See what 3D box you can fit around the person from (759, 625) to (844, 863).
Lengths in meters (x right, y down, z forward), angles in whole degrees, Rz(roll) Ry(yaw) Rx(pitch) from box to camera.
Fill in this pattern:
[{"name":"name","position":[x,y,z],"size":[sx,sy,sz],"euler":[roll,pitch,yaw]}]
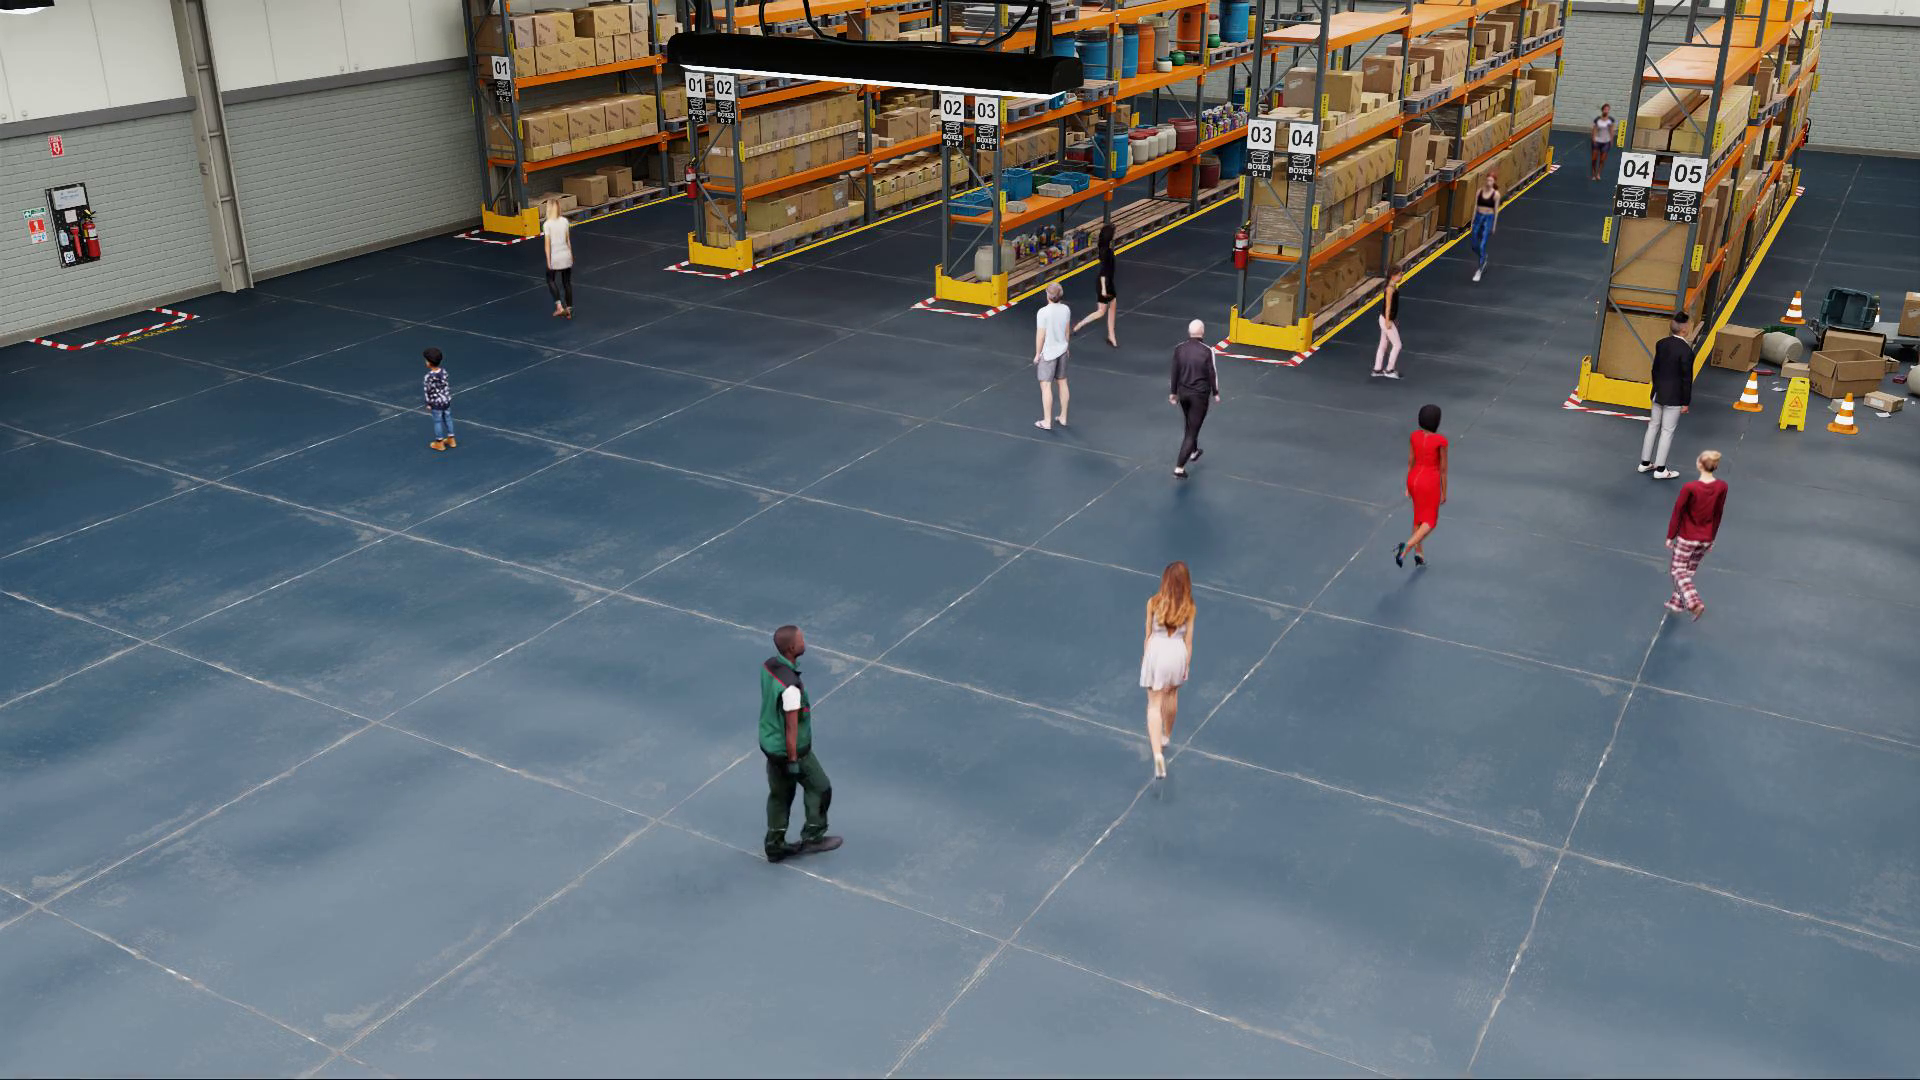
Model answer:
[{"name":"person","position":[-1.291,1.471,11.708],"size":[0.986,1.821,0.927],"euler":[-11,25,-25]}]

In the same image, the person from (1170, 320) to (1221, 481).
[{"name":"person","position":[2.612,-1.547,18.848],"size":[0.774,1.786,1.268],"euler":[16,28,33]}]

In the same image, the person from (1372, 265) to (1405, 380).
[{"name":"person","position":[5.715,-2.947,22.433],"size":[0.685,1.558,0.654],"euler":[6,24,14]}]

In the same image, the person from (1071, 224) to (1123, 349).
[{"name":"person","position":[1.988,-3.573,23.627],"size":[0.785,1.775,0.958],"euler":[7,24,16]}]

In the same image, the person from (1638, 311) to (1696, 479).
[{"name":"person","position":[8.071,-1.677,18.946],"size":[0.824,1.950,0.796],"euler":[-9,25,-20]}]

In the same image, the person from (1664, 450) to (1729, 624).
[{"name":"person","position":[6.823,-0.005,15.361],"size":[0.905,1.678,1.002],"euler":[-2,23,-5]}]

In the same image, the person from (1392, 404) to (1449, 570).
[{"name":"person","position":[4.542,-0.469,16.390],"size":[0.970,1.726,0.760],"euler":[-19,30,-38]}]

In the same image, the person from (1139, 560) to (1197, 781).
[{"name":"person","position":[1.580,1.035,12.842],"size":[0.862,1.736,1.159],"euler":[2,23,5]}]

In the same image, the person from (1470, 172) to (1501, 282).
[{"name":"person","position":[8.645,-5.170,27.387],"size":[0.622,1.772,0.865],"euler":[16,28,33]}]

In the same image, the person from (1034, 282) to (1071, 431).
[{"name":"person","position":[1.154,-2.283,20.523],"size":[0.672,1.831,0.791],"euler":[-13,26,-28]}]

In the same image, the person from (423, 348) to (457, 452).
[{"name":"person","position":[-6.231,-1.692,19.874],"size":[0.579,1.251,0.462],"euler":[17,29,35]}]

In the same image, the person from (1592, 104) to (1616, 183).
[{"name":"person","position":[13.587,-8.407,35.232],"size":[0.761,1.588,0.995],"euler":[4,23,9]}]

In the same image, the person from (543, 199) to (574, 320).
[{"name":"person","position":[-5.989,-4.219,25.093],"size":[0.664,1.816,0.773],"euler":[-17,28,-35]}]
